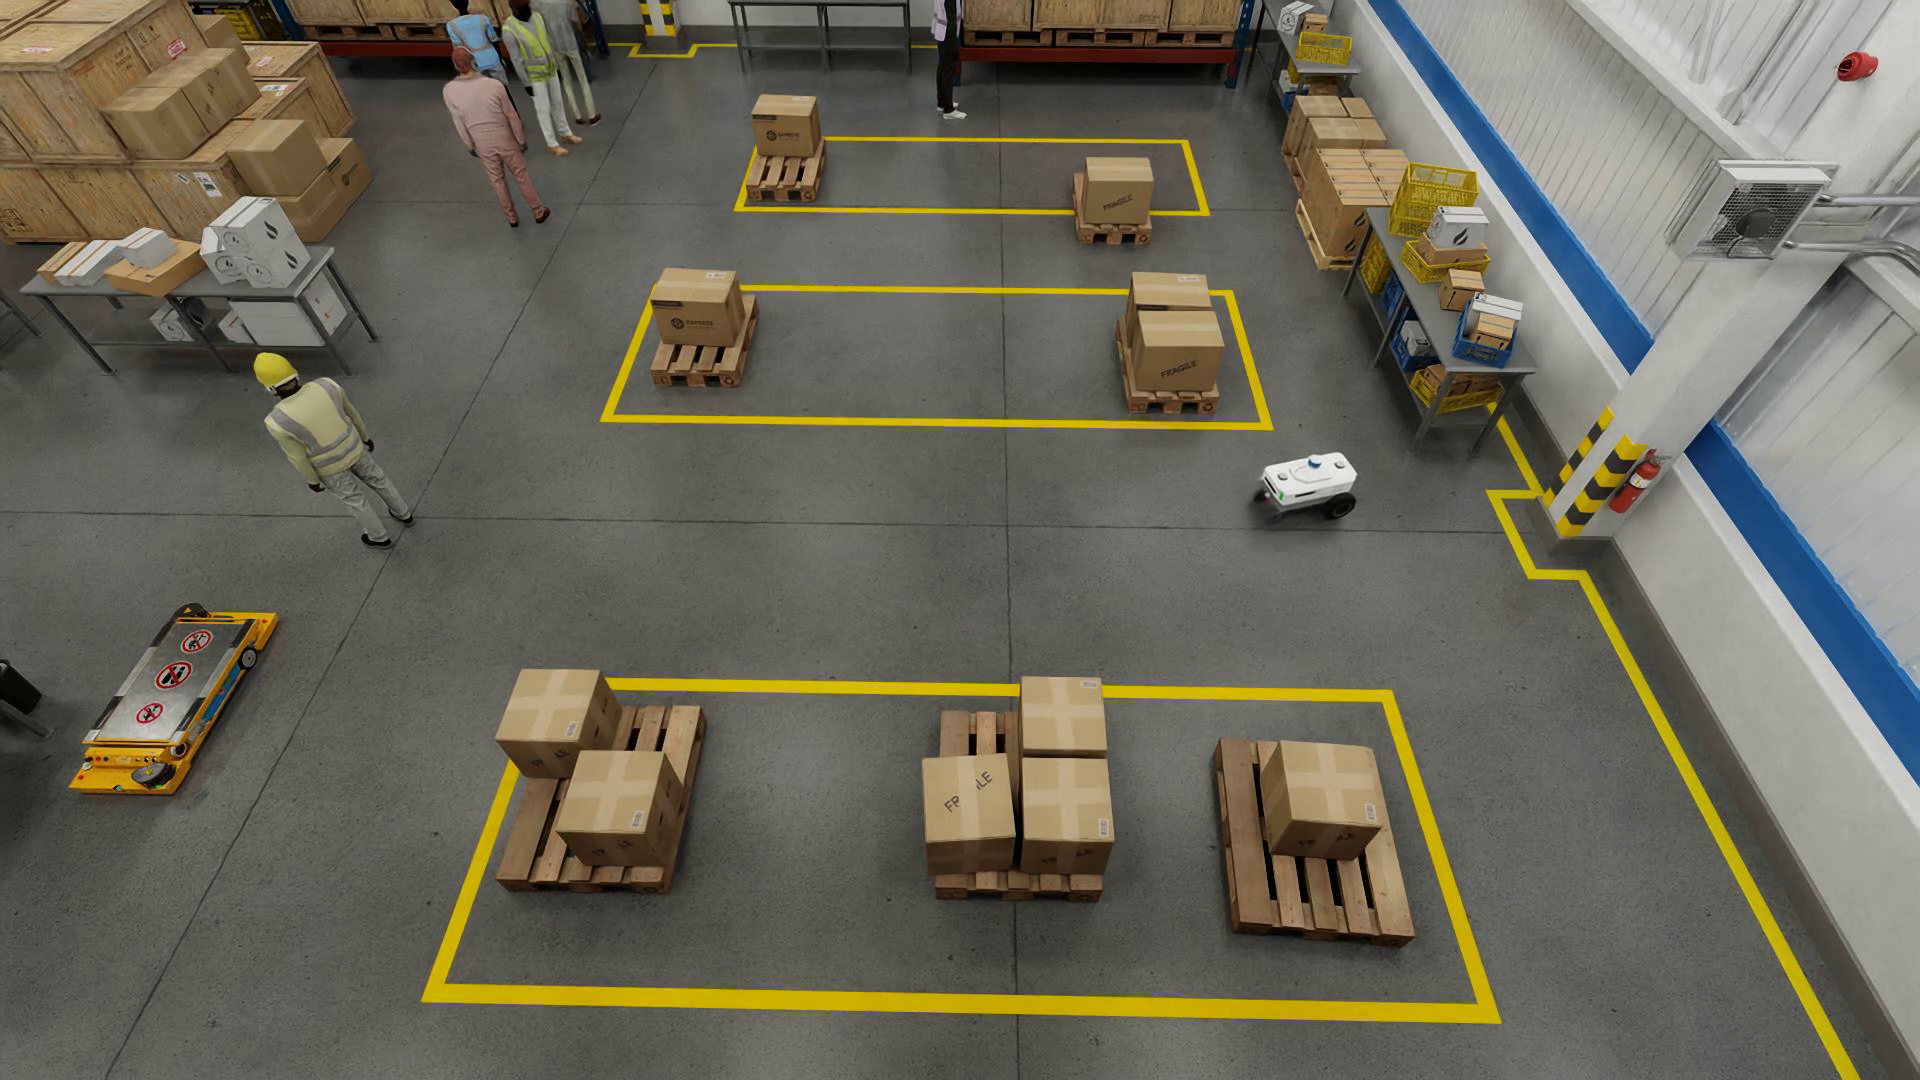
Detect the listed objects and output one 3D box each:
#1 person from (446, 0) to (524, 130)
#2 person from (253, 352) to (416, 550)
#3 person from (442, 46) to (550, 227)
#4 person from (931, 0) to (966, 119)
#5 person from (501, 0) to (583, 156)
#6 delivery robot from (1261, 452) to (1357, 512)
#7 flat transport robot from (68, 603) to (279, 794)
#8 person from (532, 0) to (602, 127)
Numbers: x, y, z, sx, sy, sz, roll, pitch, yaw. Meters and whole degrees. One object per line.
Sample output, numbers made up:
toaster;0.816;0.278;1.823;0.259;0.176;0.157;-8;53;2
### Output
person;-5.958;-5.955;11.459;0.542;1.695;0.316;-26;55;-21
person;-4.696;-0.649;6.882;0.404;1.832;0.599;17;52;14
person;-5.056;-4.353;9.975;0.643;1.899;0.399;-9;50;-8
person;-0.158;-6.416;11.706;0.391;1.920;0.587;-12;51;-10
person;-5.086;-5.655;11.121;0.430;1.834;0.643;20;53;16
delivery robot;2.853;-0.496;7.524;0.707;0.478;0.477;-12;51;-10
flat transport robot;-5.504;1.072;6.442;0.652;0.197;1.431;1;50;1
person;-4.936;-6.193;11.561;0.551;1.848;0.428;-9;50;-8
